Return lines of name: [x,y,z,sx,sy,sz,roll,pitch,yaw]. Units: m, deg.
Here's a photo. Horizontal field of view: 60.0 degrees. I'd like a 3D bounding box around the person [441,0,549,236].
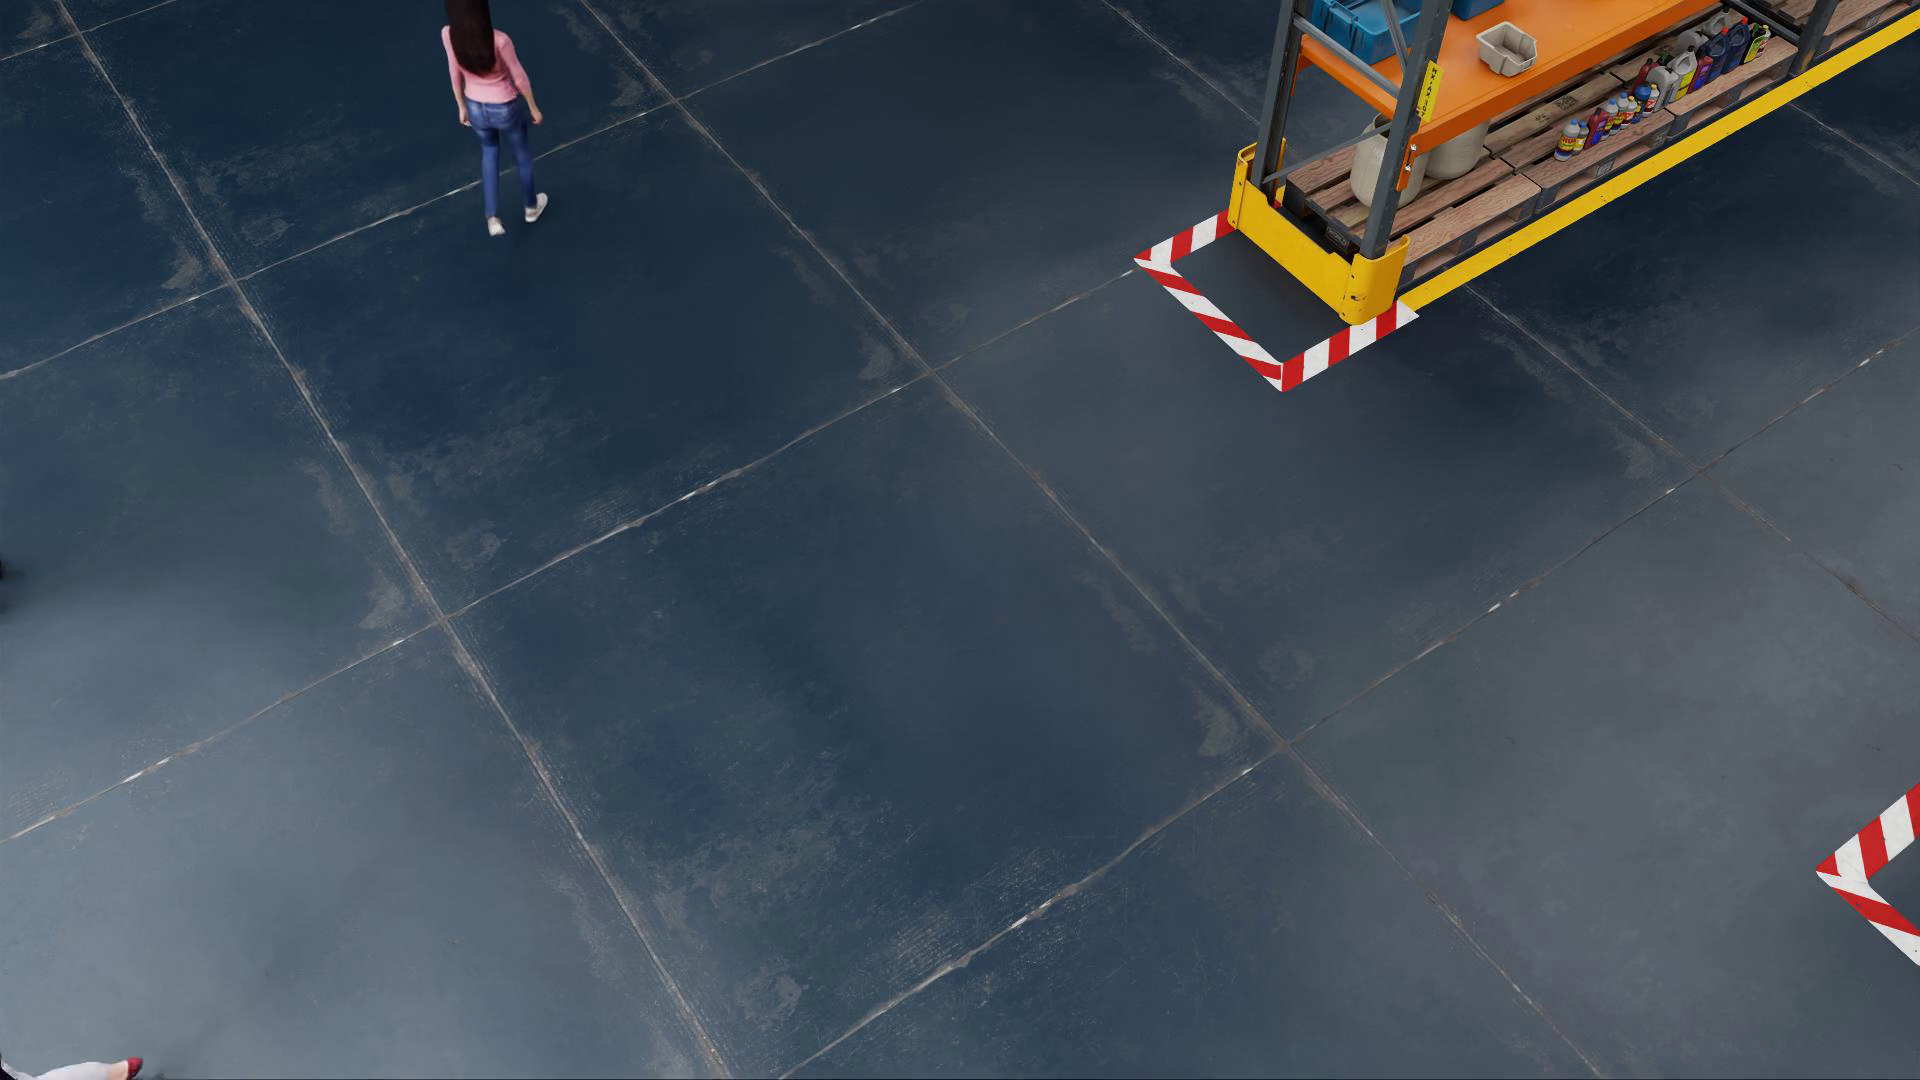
person: [-2.679,-2.425,9.511,0.886,1.731,0.937,7,53,5]
